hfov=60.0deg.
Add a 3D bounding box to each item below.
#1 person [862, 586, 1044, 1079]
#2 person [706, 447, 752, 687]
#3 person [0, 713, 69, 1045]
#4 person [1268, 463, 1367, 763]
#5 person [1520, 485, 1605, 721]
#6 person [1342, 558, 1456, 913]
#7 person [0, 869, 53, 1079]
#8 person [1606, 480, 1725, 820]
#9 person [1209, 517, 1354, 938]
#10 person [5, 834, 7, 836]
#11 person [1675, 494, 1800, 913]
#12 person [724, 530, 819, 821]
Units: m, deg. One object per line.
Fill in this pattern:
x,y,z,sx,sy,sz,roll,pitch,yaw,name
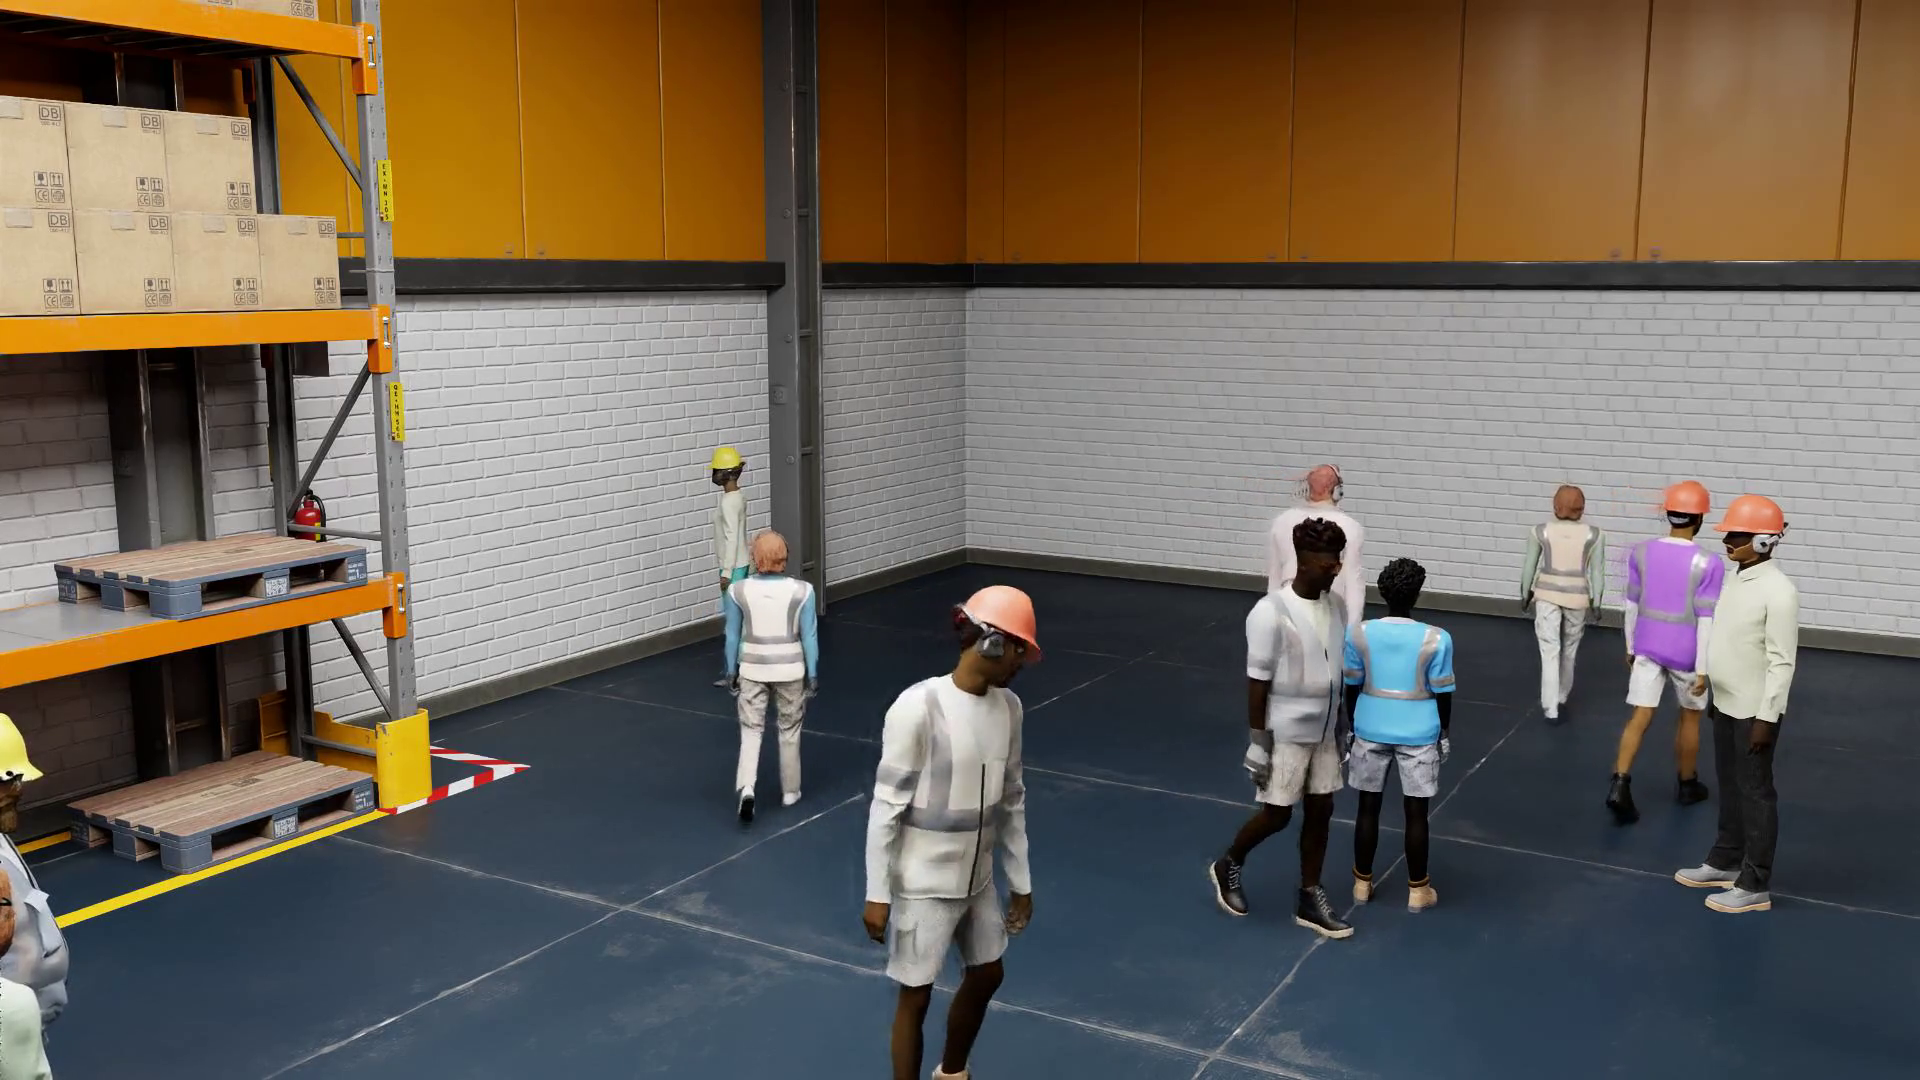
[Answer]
-0.045,1.157,5.601,0.735,1.988,0.391,-9,13,-44,person
-1.699,0.196,12.254,0.316,1.767,0.535,0,9,0,person
-2.721,1.379,4.681,0.404,1.826,0.587,-5,10,-27,person
2.131,0.480,10.118,0.646,1.891,0.657,-9,13,-44,person
4.120,0.418,11.402,0.529,1.595,0.847,3,9,15,person
2.078,0.926,7.913,0.535,1.697,0.318,4,10,25,person
-2.411,1.569,4.093,0.499,1.633,0.285,3,10,17,person
3.920,0.611,9.254,0.946,1.904,0.554,-8,12,-42,person
1.537,0.840,7.670,0.647,1.951,0.575,-7,12,-38,person
-3.277,1.241,5.257,0.587,1.920,0.392,1,9,5,person
3.736,0.772,7.939,0.378,1.996,0.610,0,9,2,person
-1.046,0.752,9.239,0.532,1.621,0.671,0,9,2,person
